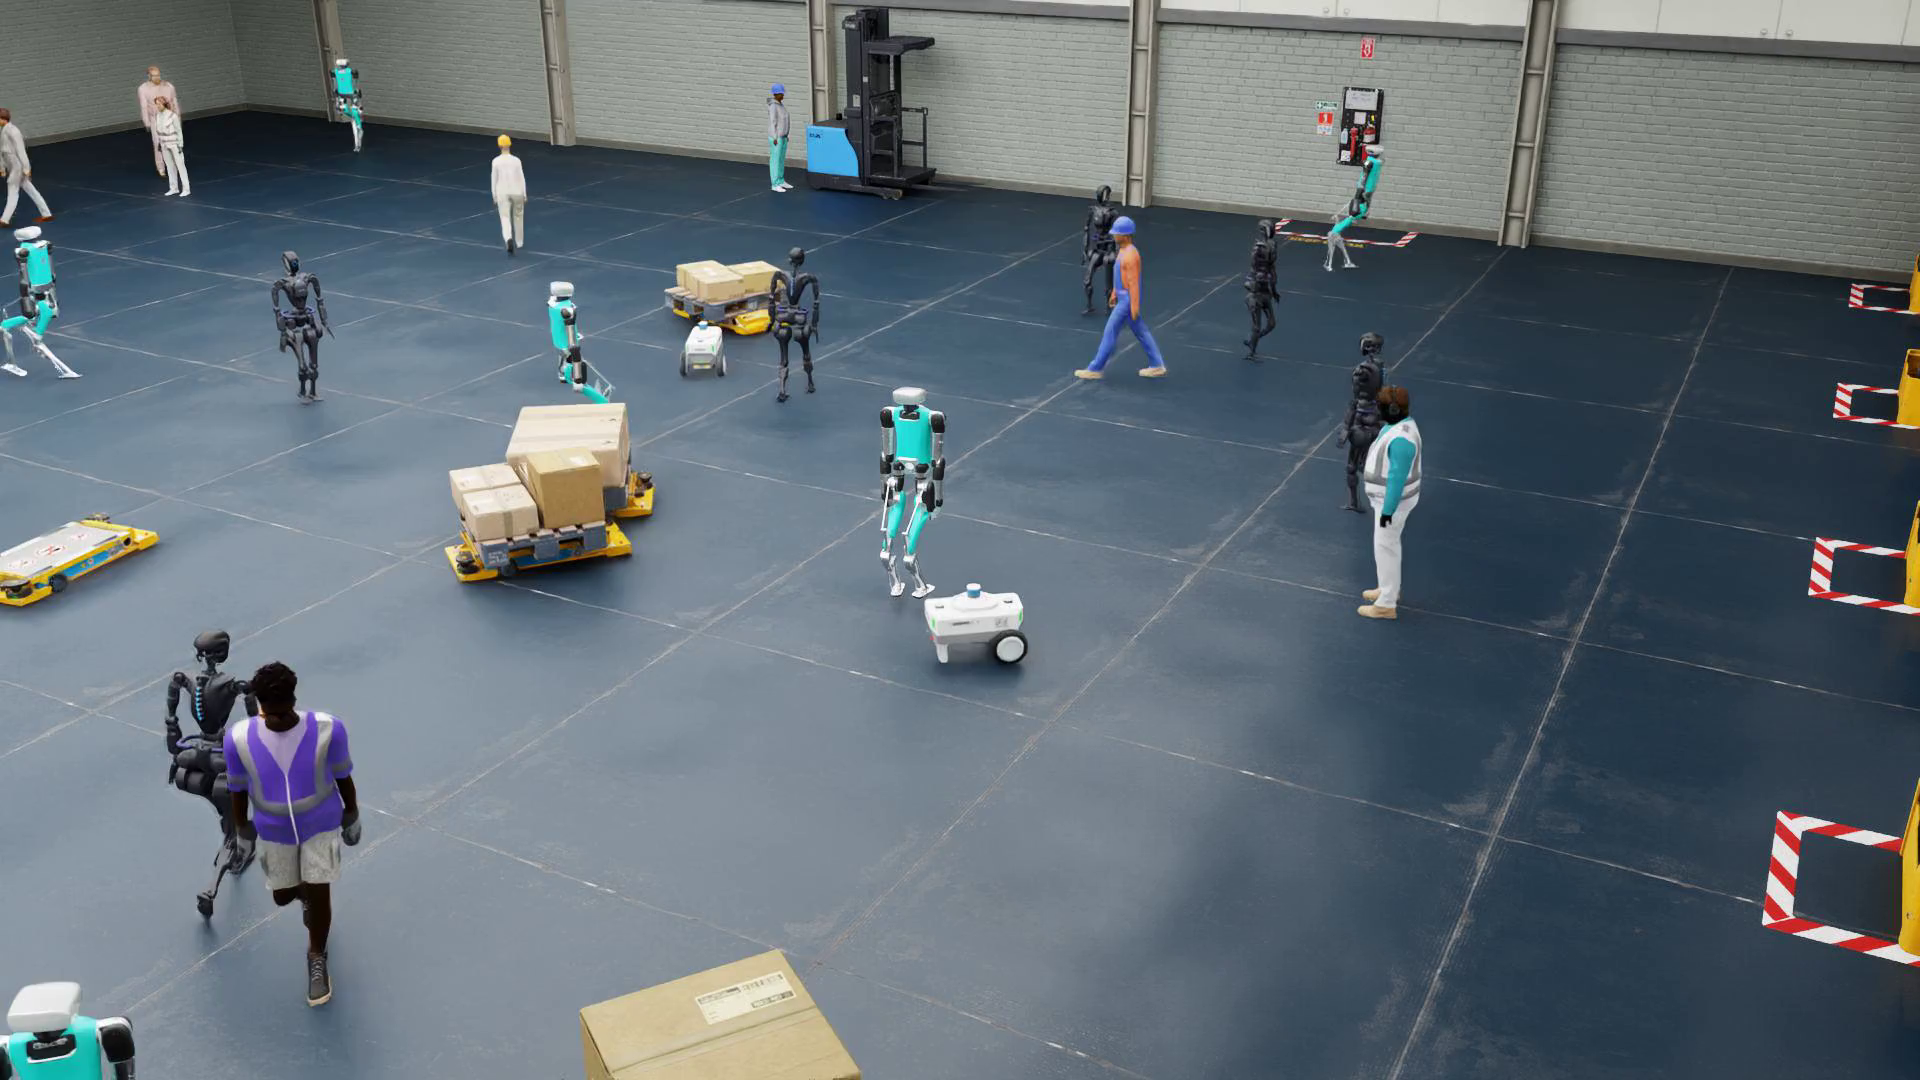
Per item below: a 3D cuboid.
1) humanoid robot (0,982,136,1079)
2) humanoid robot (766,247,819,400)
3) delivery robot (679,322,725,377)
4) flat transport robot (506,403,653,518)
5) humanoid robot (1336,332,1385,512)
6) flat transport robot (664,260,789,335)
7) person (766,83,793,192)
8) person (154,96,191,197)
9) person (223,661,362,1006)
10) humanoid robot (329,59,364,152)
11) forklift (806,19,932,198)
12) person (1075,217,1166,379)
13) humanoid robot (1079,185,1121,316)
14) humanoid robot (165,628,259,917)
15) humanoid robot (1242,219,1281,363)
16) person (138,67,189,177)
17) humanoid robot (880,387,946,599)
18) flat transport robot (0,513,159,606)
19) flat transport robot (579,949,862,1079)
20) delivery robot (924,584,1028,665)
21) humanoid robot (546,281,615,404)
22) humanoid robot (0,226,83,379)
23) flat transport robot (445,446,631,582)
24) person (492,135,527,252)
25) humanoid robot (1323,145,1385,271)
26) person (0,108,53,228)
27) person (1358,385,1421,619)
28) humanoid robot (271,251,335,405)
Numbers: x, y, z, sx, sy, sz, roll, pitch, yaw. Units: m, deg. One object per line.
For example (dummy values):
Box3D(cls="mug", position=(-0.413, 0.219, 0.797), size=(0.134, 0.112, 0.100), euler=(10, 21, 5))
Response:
Box3D(cls="humanoid robot", position=(-3.345, 2.565, 6.303), size=(0.544, 1.718, 0.977), euler=(-8, 24, -17))
Box3D(cls="humanoid robot", position=(-1.802, -2.341, 17.873), size=(0.609, 1.637, 0.610), euler=(2, 23, 6))
Box3D(cls="delivery robot", position=(-2.901, -2.165, 18.853), size=(0.499, 0.604, 0.808), euler=(0, 23, -1))
Box3D(cls="flat transport robot", position=(-3.516, -0.388, 15.066), size=(1.431, 0.231, 0.659), euler=(-3, 23, -7))
Box3D(cls="humanoid robot", position=(3.622, -1.033, 14.789), size=(0.408, 1.647, 0.589), euler=(17, 29, 35))
Box3D(cls="flat transport robot", position=(-2.883, -2.839, 20.772), size=(1.431, 0.231, 0.659), euler=(21, 31, 40))
Box3D(cls="person", position=(-3.061, -6.798, 28.081), size=(0.359, 1.778, 0.525), euler=(6, 24, 14))
Box3D(cls="person", position=(-13.133, -6.550, 27.670), size=(0.522, 1.639, 0.304), euler=(8, 25, 19))
Box3D(cls="person", position=(-3.466, 1.438, 8.713), size=(0.625, 1.928, 0.715), euler=(-7, 24, -15))
Box3D(cls="humanoid robot", position=(-11.475, -8.200, 31.380), size=(0.542, 1.737, 0.978), euler=(0, 23, 1))
Box3D(cls="forklift", position=(-1.573, -7.292, 27.850), size=(1.873, 2.768, 1.129), euler=(12, 26, 25))
Box3D(cls="person", position=(1.843, -2.666, 18.383), size=(1.032, 1.845, 0.536), euler=(1, 23, 2))
Box3D(cls="humanoid robot", position=(1.782, -3.594, 20.761), size=(0.601, 1.643, 0.550), euler=(16, 28, 33))
Box3D(cls="humanoid robot", position=(-4.274, 1.304, 9.406), size=(0.616, 1.605, 0.721), euler=(2, 23, 6))
Box3D(cls="humanoid robot", position=(3.441, -2.848, 19.004), size=(0.345, 1.644, 0.583), euler=(16, 28, 33))
Box3D(cls="person", position=(-13.977, -7.323, 29.171), size=(0.671, 1.916, 0.440), euler=(-20, 30, -38))
Box3D(cls="humanoid robot", position=(-0.440, -0.312, 12.867), size=(0.533, 1.672, 0.735), euler=(8, 24, 18))
Box3D(cls="flat transport robot", position=(-7.465, 0.153, 13.806), size=(0.659, 0.231, 1.431), euler=(8, 25, 19))
Box3D(cls="flat transport robot", position=(-0.961, 3.048, 7.066), size=(0.659, 0.231, 1.431), euler=(-1, 23, -1))
Box3D(cls="delivery robot", position=(0.134, 0.618, 12.386), size=(0.785, 0.613, 0.525), euler=(-4, 24, -9))
Box3D(cls="humanoid robot", position=(-3.572, -1.650, 16.155), size=(0.734, 1.808, 0.550), euler=(-14, 27, -30))
Box3D(cls="humanoid robot", position=(-10.386, -2.586, 18.387), size=(1.024, 1.776, 0.536), euler=(3, 23, 6))
Box3D(cls="flat transport robot", position=(-3.593, 0.023, 14.110), size=(1.431, 0.231, 0.659), euler=(-11, 26, -24))
Box3D(cls="person", position=(-6.500, -4.991, 24.011), size=(0.478, 1.669, 0.727), euler=(-6, 24, -15))
Box3D(cls="humanoid robot", position=(5.357, -4.587, 22.997), size=(0.856, 1.780, 0.585), euler=(15, 27, 31))
Box3D(cls="person", position=(-14.585, -5.710, 25.540), size=(0.544, 1.778, 0.967), euler=(21, 31, 40))
Box3D(cls="person", position=(3.335, -0.313, 12.919), size=(0.432, 1.829, 0.627), euler=(4, 24, 9))
Box3D(cls="humanoid robot", position=(-6.969, -2.259, 17.644), size=(0.363, 1.648, 0.589), euler=(19, 30, 38))
